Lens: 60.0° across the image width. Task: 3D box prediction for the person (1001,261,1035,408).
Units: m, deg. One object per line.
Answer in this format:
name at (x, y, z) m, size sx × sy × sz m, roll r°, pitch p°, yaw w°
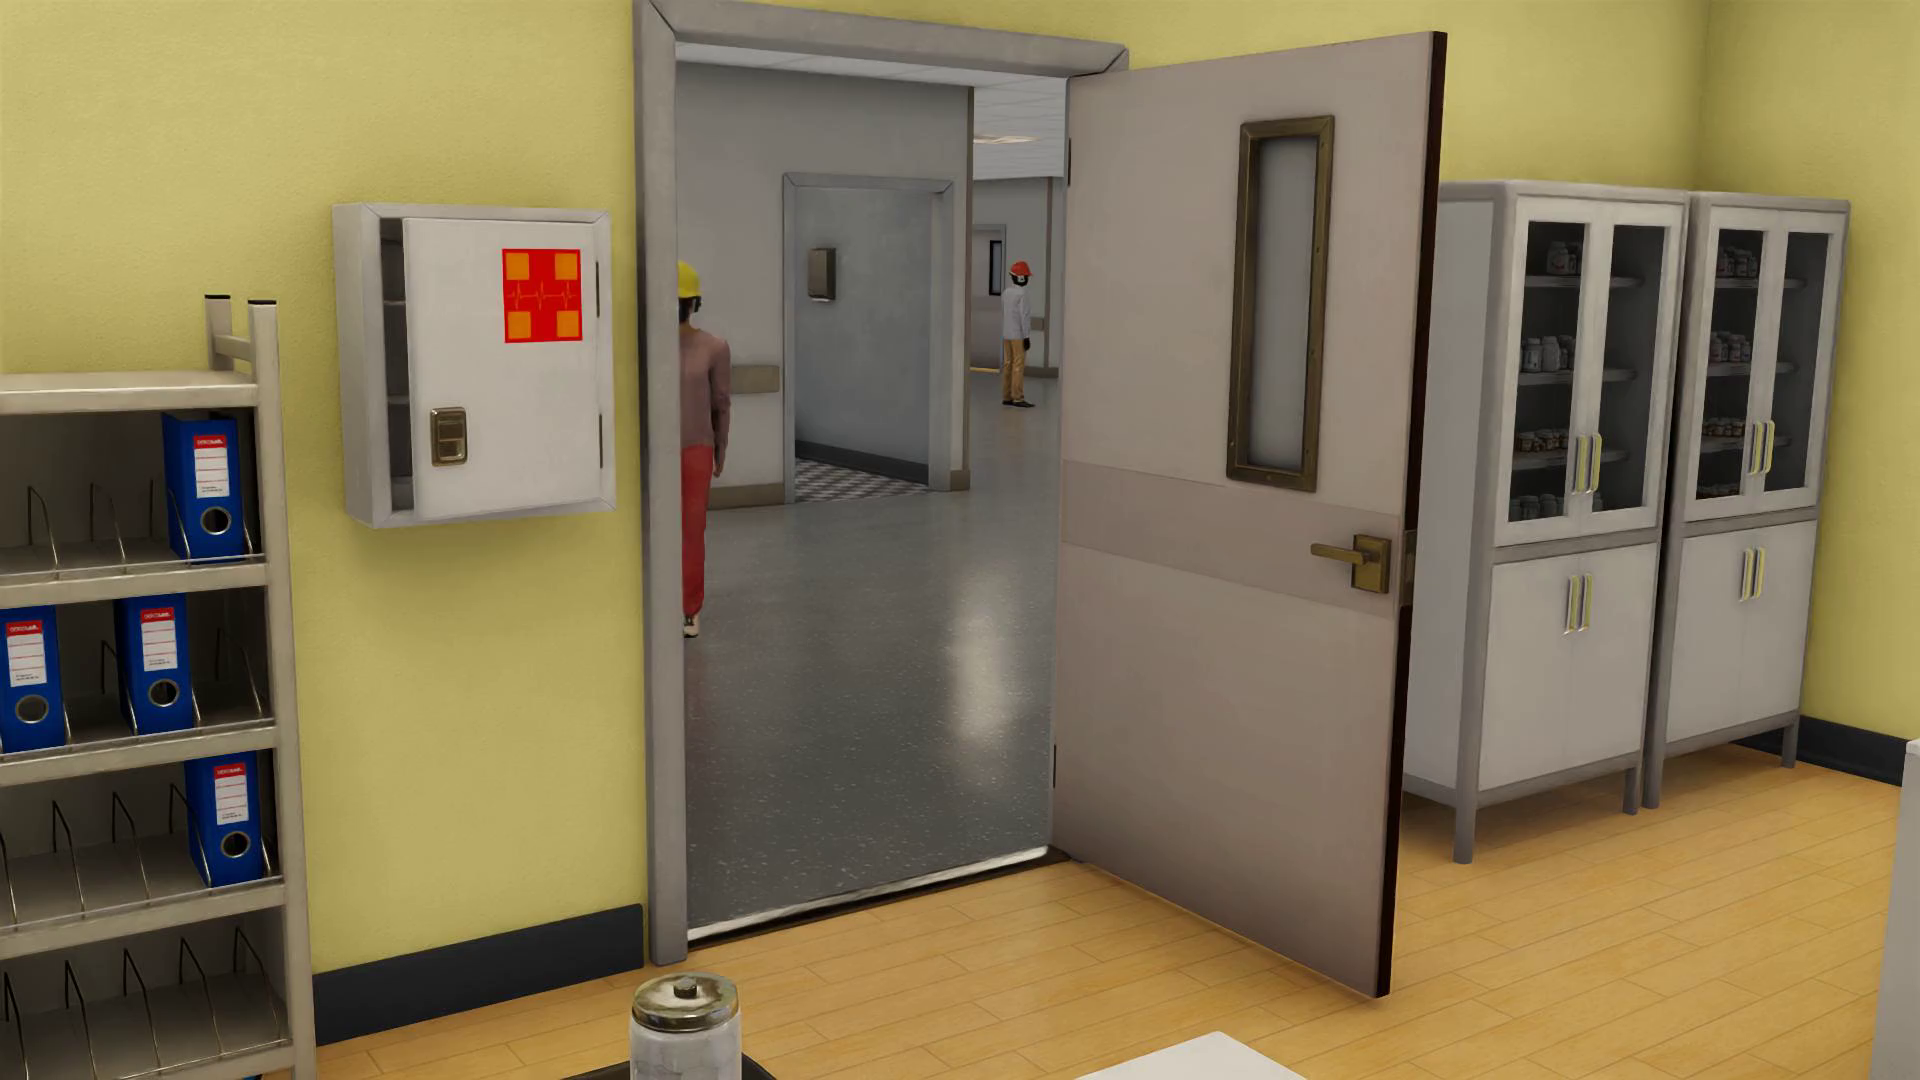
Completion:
person at (0.703, -2.475, 20.065) m, size 0.337 × 1.752 × 0.564 m, roll -4°, pitch 11°, yaw -25°
